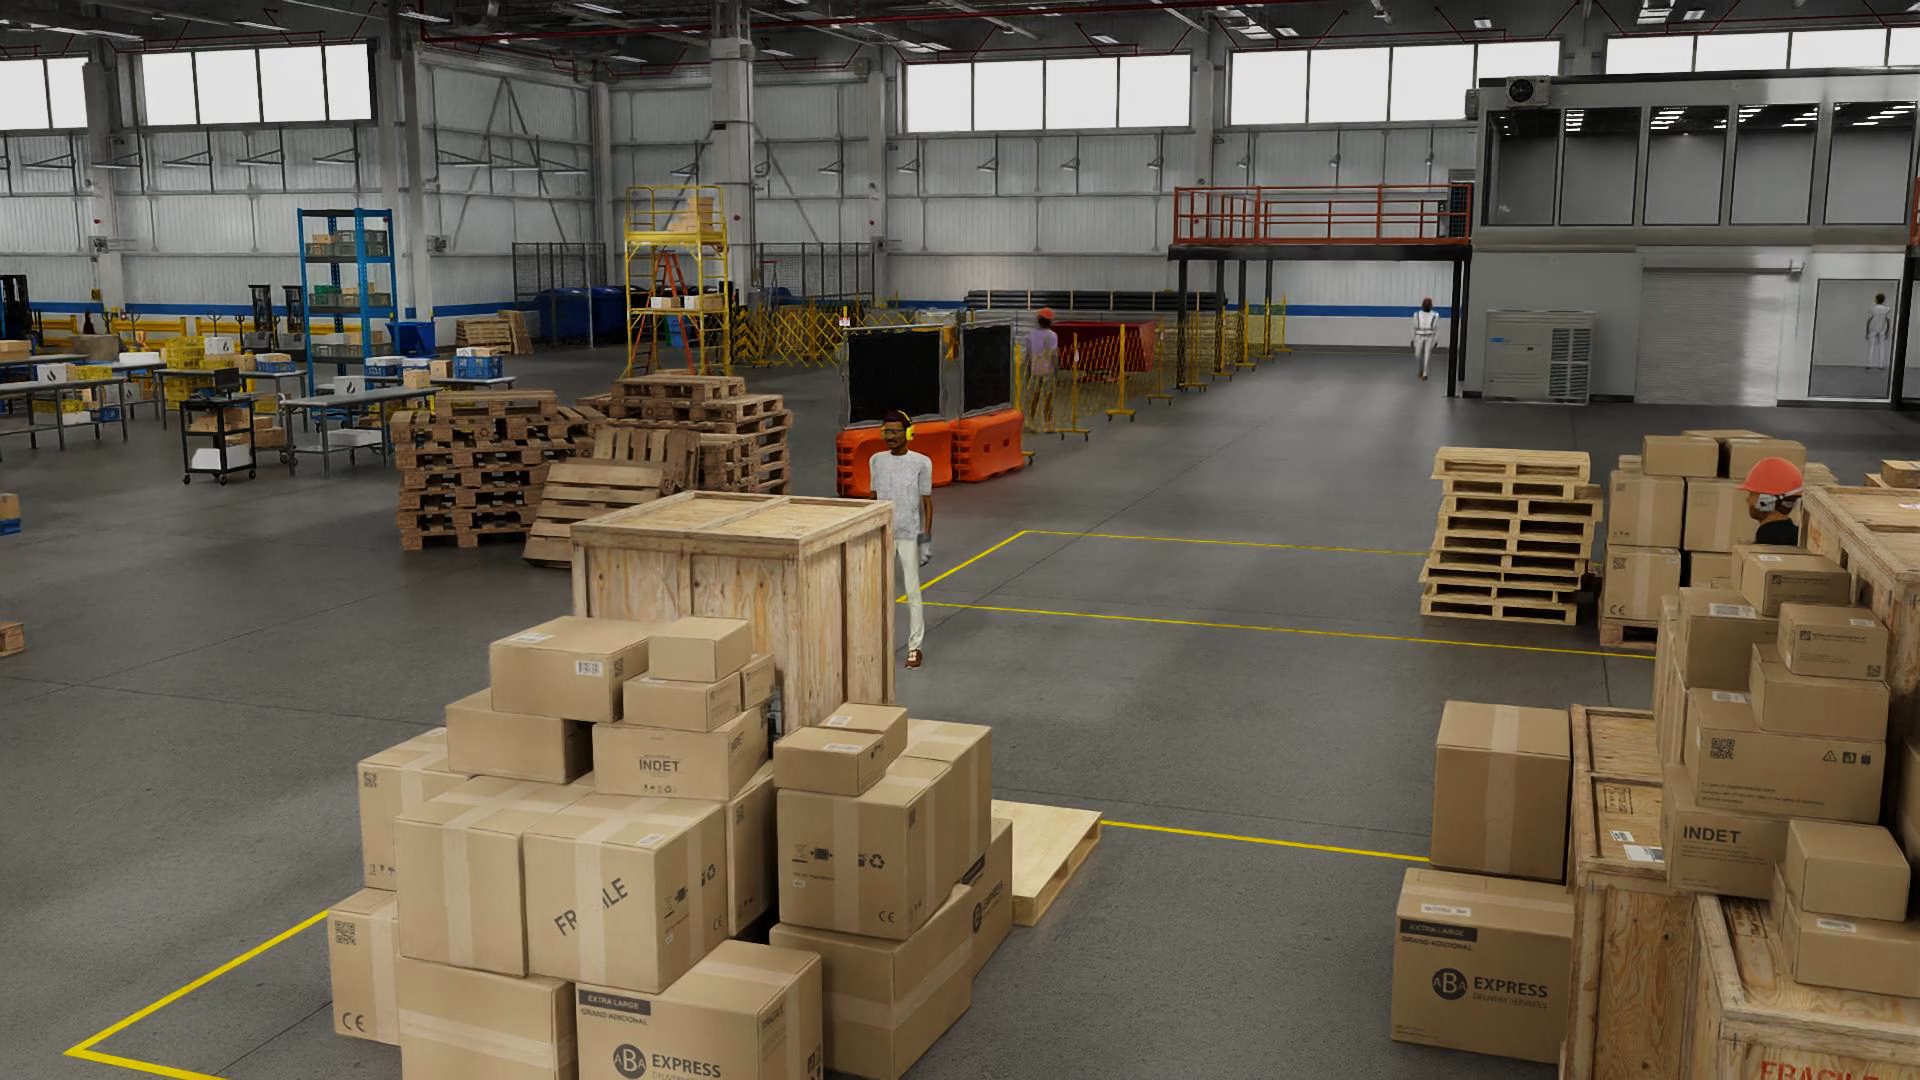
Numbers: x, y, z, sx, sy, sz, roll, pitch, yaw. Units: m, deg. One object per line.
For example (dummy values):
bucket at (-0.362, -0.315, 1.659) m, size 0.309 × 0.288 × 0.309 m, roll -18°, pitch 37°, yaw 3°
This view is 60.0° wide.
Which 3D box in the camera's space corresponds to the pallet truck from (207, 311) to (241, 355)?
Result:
pallet truck at (-19.537, -5.575, 44.913) m, size 0.653 × 1.274 × 1.630 m, roll 3°, pitch 11°, yaw 19°

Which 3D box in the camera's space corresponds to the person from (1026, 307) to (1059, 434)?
person at (1.357, -2.723, 26.769) m, size 0.615 × 2.040 × 0.391 m, roll 9°, pitch 13°, yaw 41°

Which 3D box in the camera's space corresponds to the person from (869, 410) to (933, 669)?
person at (-0.447, -0.007, 11.959) m, size 0.532 × 1.870 × 0.319 m, roll 4°, pitch 11°, yaw 19°

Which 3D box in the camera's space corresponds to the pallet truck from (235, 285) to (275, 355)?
pallet truck at (-18.327, -5.835, 44.421) m, size 0.823 × 1.965 × 1.885 m, roll 4°, pitch 11°, yaw 23°

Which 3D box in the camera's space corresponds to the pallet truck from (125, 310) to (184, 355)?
pallet truck at (-22.038, -5.665, 45.457) m, size 0.704 × 1.261 × 1.522 m, roll 3°, pitch 11°, yaw 17°

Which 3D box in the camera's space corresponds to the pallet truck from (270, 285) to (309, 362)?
pallet truck at (-17.147, -5.700, 43.663) m, size 0.823 × 1.965 × 1.885 m, roll 3°, pitch 11°, yaw 17°

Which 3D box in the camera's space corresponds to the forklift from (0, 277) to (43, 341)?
forklift at (-27.151, -6.329, 46.328) m, size 1.157 × 1.987 × 2.680 m, roll 3°, pitch 11°, yaw 17°

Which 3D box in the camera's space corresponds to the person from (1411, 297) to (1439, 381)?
person at (10.381, -4.479, 37.145) m, size 0.615 × 1.865 × 0.604 m, roll 4°, pitch 11°, yaw 20°

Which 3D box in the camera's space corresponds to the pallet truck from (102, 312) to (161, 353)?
pallet truck at (-23.057, -5.777, 46.261) m, size 0.680 × 1.201 × 1.601 m, roll 3°, pitch 11°, yaw 19°

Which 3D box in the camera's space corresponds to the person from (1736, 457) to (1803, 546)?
person at (4.005, 0.580, 8.298) m, size 0.609 × 1.996 × 0.379 m, roll -10°, pitch 14°, yaw -43°
